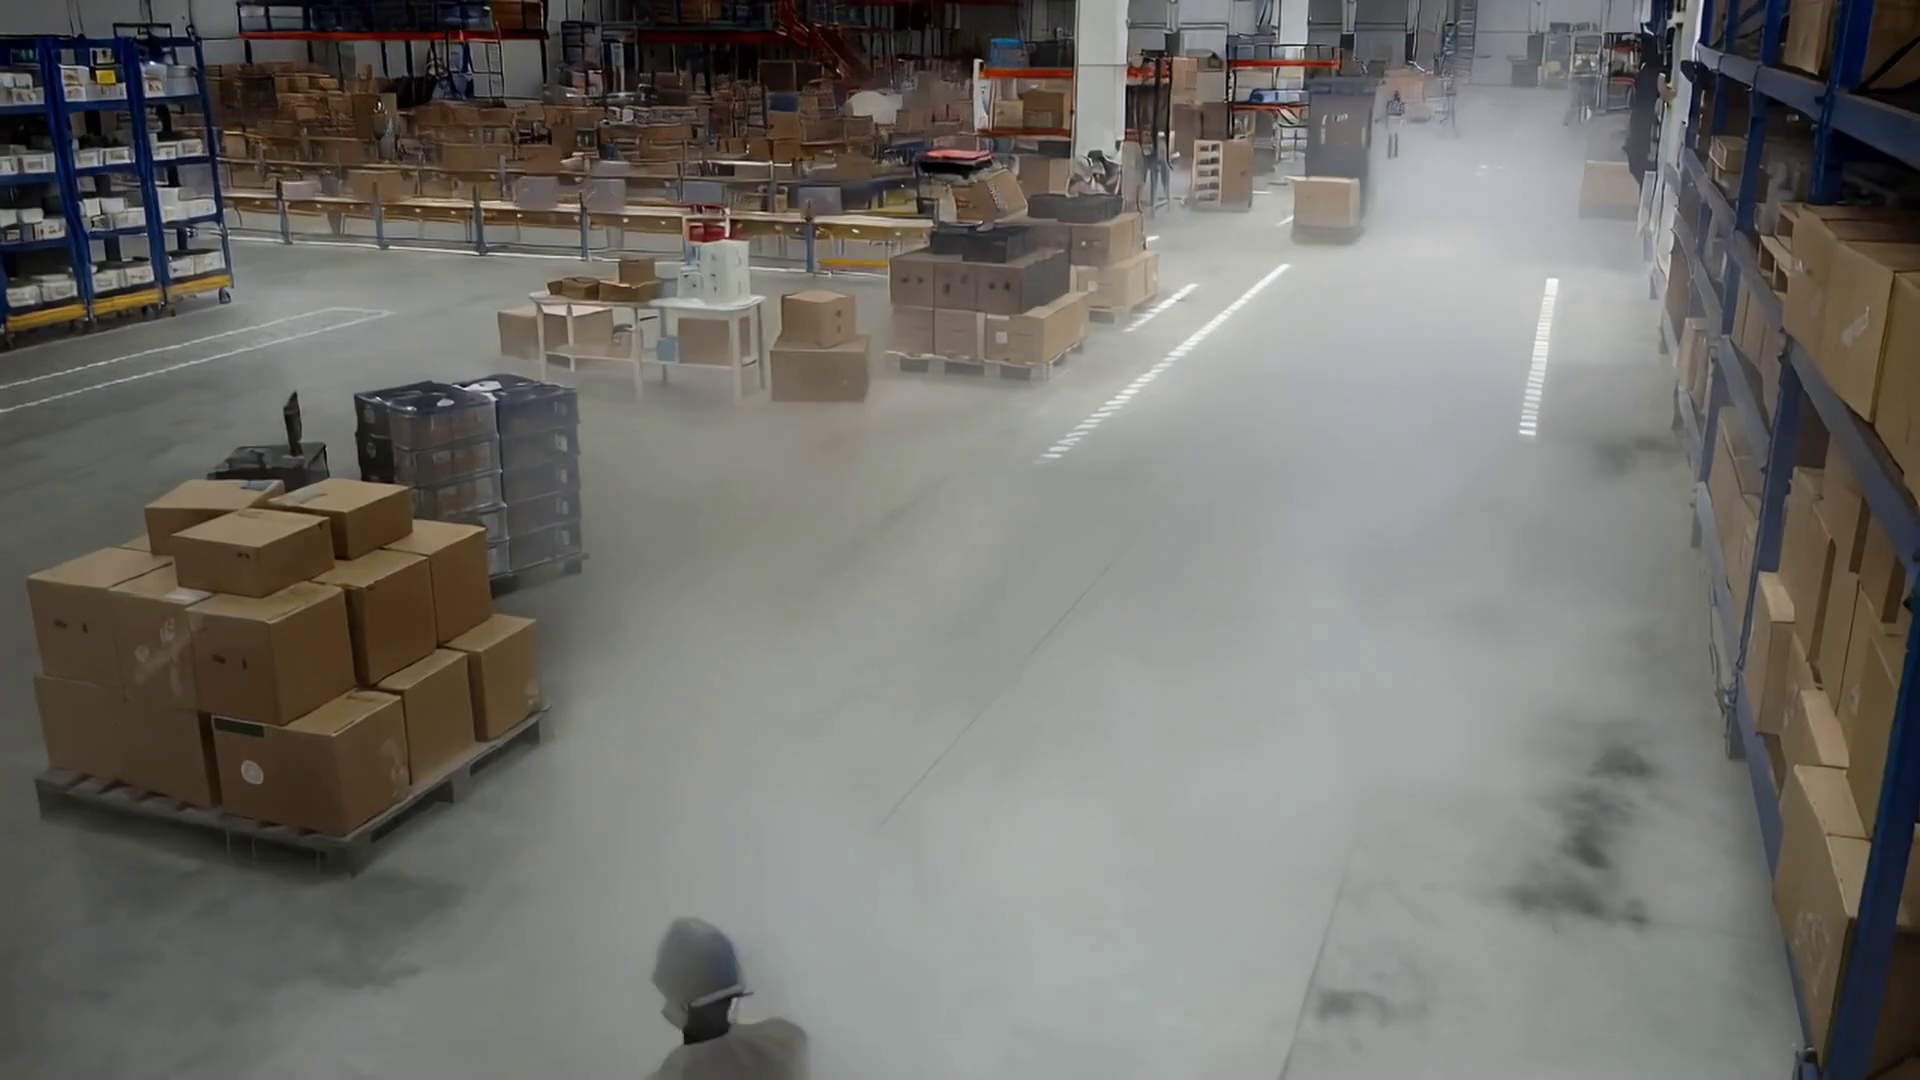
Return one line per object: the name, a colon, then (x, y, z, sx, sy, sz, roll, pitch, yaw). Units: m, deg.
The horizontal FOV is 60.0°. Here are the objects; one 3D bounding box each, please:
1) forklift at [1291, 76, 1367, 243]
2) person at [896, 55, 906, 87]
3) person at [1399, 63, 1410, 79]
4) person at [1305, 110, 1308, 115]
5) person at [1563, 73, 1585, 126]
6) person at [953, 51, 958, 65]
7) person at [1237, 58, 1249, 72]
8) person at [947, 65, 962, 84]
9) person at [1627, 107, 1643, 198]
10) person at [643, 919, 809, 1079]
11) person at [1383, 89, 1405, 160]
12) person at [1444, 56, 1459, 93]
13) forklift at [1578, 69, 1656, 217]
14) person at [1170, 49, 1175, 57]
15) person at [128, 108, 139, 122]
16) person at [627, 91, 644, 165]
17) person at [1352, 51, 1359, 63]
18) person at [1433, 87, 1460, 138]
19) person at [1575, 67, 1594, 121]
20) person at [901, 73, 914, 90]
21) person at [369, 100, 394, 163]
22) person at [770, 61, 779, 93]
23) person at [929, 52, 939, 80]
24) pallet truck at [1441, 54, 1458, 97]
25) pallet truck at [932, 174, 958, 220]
forklift: (6.598, -6.755, 29.381, 1.129, 2.768, 1.873, 6, 19, 19)
person: (-2.943, -23.188, 82.702, 0.505, 1.840, 0.346, -3, 18, -10)
person: (18.253, -18.603, 68.229, 1.010, 1.879, 0.569, 17, 24, 42)
person: (11.347, -13.844, 53.691, 0.514, 1.608, 0.667, -12, 21, -33)
person: (21.709, -15.501, 58.599, 0.994, 1.816, 0.510, -6, 18, -17)
person: (-0.218, -24.522, 86.798, 0.592, 1.904, 0.509, 5, 18, 16)
person: (12.624, -20.799, 74.870, 0.682, 2.000, 0.537, 13, 22, 34)
person: (-0.201, -17.184, 63.667, 0.652, 1.938, 1.019, -5, 18, -15)
person: (14.367, -8.176, 35.243, 0.611, 2.029, 0.618, 5, 18, 14)
person: (-0.683, 1.789, 4.434, 0.588, 1.698, 0.887, -16, 24, -42)
person: (11.858, -11.365, 45.502, 0.553, 1.877, 1.024, 5, 18, 15)
person: (23.739, -22.499, 80.454, 0.902, 1.885, 0.622, 0, 18, -1)
forklift: (13.219, -7.740, 32.475, 1.873, 2.768, 1.129, 6, 19, 18)
person: (12.262, -27.334, 95.764, 0.964, 1.829, 0.521, 4, 18, 14)
person: (-22.768, -11.455, 45.588, 0.632, 1.994, 0.978, 10, 20, 29)
person: (-8.534, -10.893, 43.984, 0.601, 1.909, 0.638, -2, 18, -7)
person: (21.656, -26.006, 91.644, 0.724, 1.808, 0.659, 14, 23, 38)
person: (15.647, -13.656, 53.153, 0.868, 1.593, 0.511, 8, 19, 24)
person: (22.969, -16.413, 61.247, 0.605, 1.948, 0.391, 10, 20, 28)
person: (-1.865, -15.366, 58.143, 0.404, 1.828, 0.603, 16, 23, 40)
person: (-13.873, -9.583, 39.877, 0.644, 1.899, 0.396, 6, 19, 17)
person: (-7.881, -19.269, 70.327, 0.489, 1.876, 0.620, -13, 22, -34)
person: (-1.347, -24.346, 86.287, 0.579, 1.882, 0.379, -8, 19, -24)
pallet truck: (22.765, -21.886, 78.355, 0.823, 1.965, 1.885, -4, 18, -14)
pallet truck: (-0.507, -5.292, 27.348, 0.653, 1.274, 1.630, 6, 19, 19)
